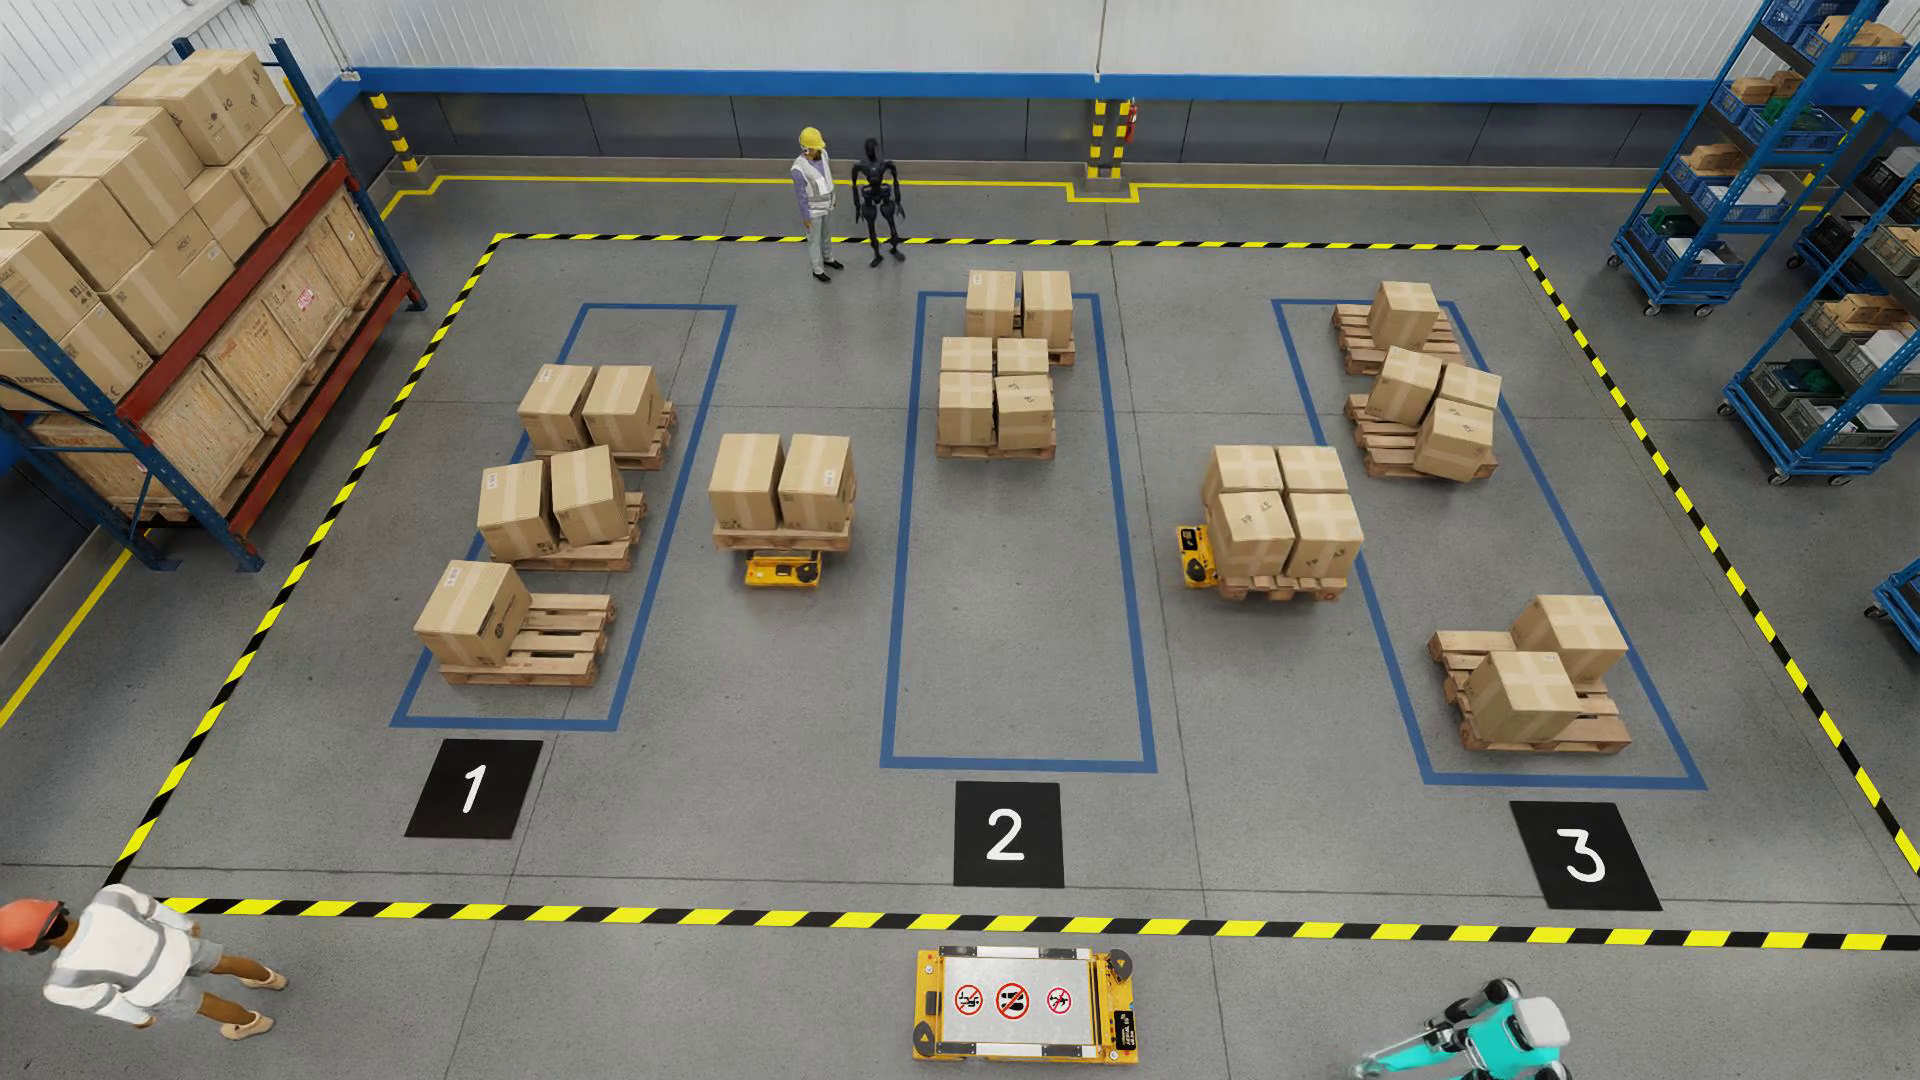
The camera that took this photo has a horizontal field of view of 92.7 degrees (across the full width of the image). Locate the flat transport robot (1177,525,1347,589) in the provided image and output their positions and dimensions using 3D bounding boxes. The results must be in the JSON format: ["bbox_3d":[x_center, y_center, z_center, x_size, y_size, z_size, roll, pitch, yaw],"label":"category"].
[{"bbox_3d":[2.752,0.124,8.367,1.431,0.197,0.652,1,51,1],"label":"flat transport robot"}]

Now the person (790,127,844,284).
[{"bbox_3d":[-1.639,-3.883,10.641,0.404,1.834,0.585,22,54,17],"label":"person"}]

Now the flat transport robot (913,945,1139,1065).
[{"bbox_3d":[0.422,3.041,6.007,1.431,0.231,0.659,1,51,1],"label":"flat transport robot"}]

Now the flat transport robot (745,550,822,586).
[{"bbox_3d":[-1.585,-0.192,8.624,0.652,0.197,1.431,1,51,1],"label":"flat transport robot"}]

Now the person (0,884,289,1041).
[{"bbox_3d":[-4.679,2.489,5.313,0.392,2.044,0.607,-1,51,-1],"label":"person"}]

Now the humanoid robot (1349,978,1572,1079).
[{"bbox_3d":[2.654,2.957,5.109,0.963,1.717,0.546,-10,52,-8],"label":"humanoid robot"}]

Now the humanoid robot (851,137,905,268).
[{"bbox_3d":[-0.964,-3.982,10.820,0.600,1.643,0.384,-8,51,-6],"label":"humanoid robot"}]
